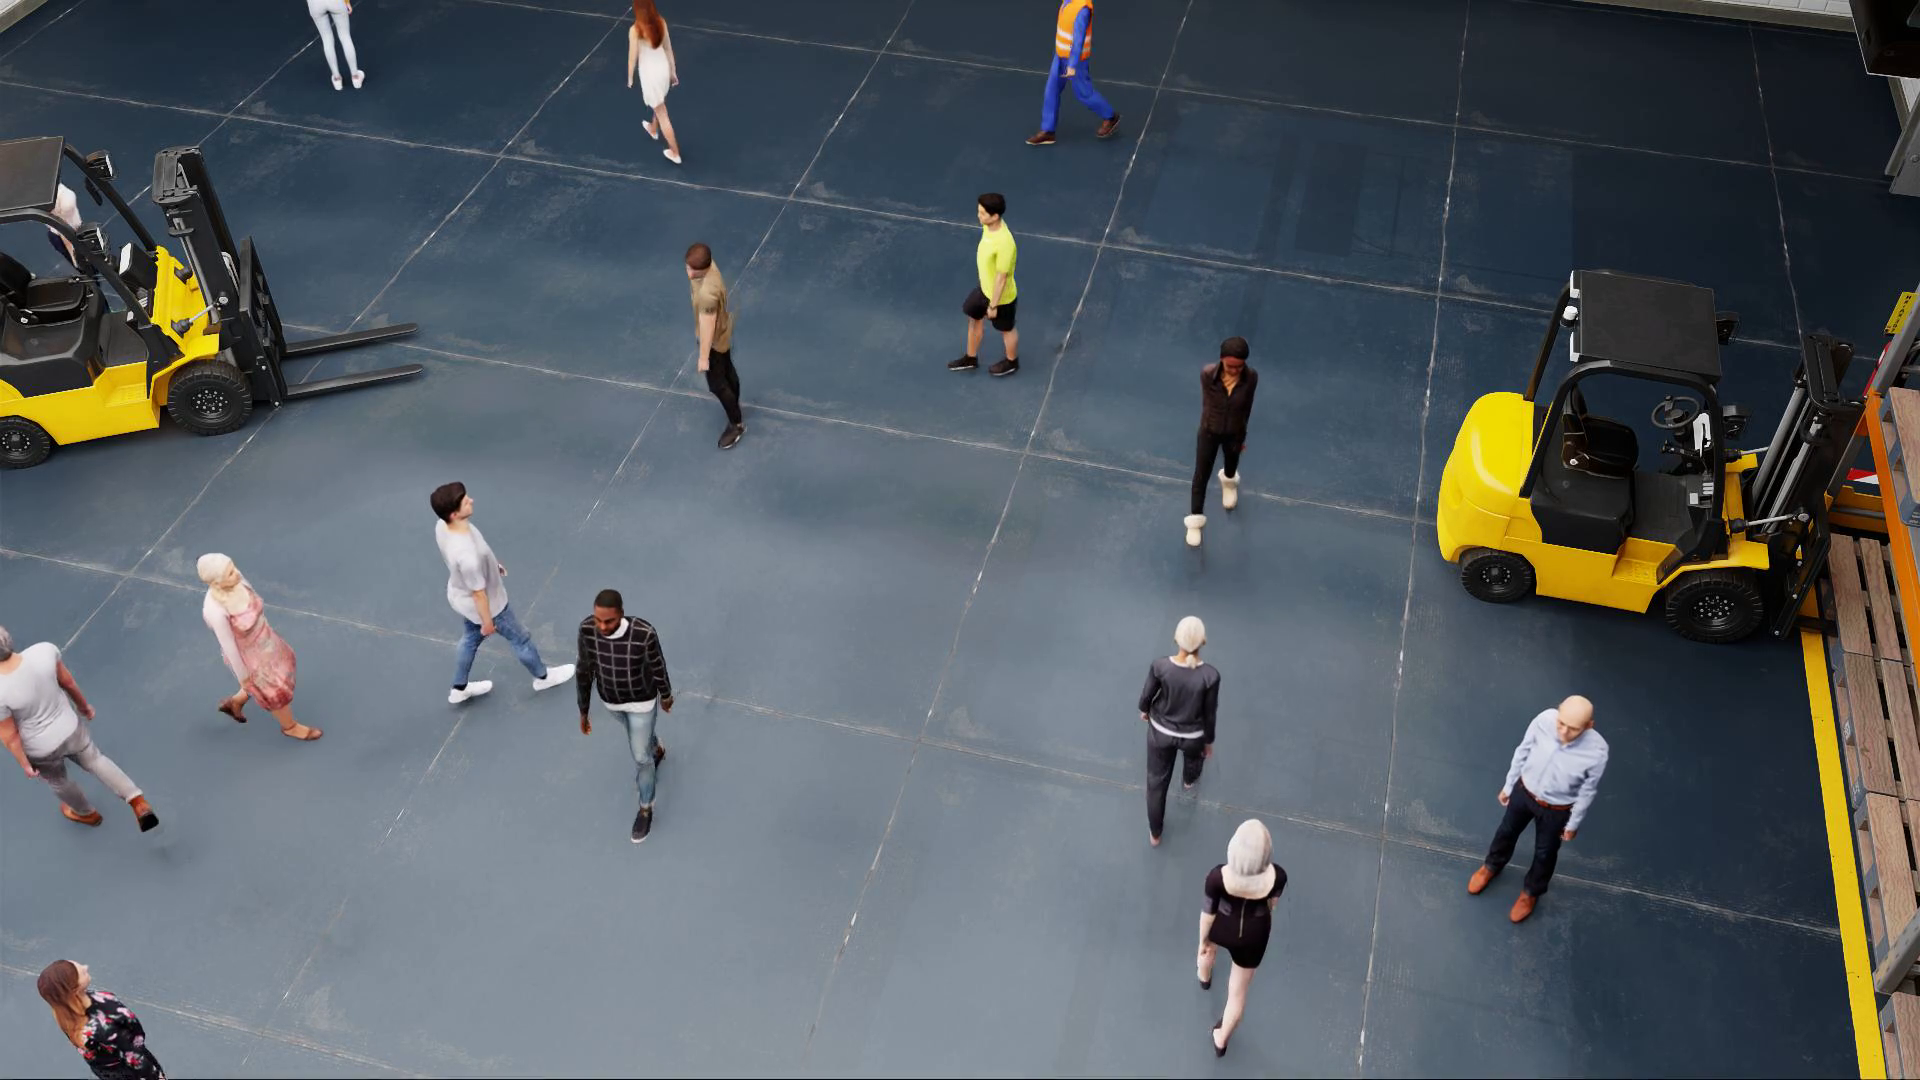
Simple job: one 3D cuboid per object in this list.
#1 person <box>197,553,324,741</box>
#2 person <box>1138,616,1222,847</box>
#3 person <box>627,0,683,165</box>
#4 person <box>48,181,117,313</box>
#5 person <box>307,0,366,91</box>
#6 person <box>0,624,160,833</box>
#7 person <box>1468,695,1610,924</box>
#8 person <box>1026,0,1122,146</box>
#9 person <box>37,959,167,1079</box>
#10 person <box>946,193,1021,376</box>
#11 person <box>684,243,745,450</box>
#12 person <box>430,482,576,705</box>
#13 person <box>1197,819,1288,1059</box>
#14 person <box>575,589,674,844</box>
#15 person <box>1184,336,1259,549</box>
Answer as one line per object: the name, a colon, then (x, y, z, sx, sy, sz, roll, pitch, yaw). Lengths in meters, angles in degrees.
person: (-4.485, 0.686, 10.353, 0.833, 1.675, 0.867, -1, 44, -1)
person: (1.283, 1.178, 9.822, 0.652, 1.696, 0.954, 9, 44, 9)
person: (-2.806, -4.310, 15.589, 1.008, 1.686, 0.973, -32, 52, -29)
person: (-7.360, -2.417, 13.598, 0.923, 1.693, 0.902, -13, 45, -14)
person: (-6.337, -5.366, 16.653, 0.648, 1.748, 0.661, -9, 44, -9)
person: (-5.262, 1.171, 9.748, 0.899, 1.807, 1.039, 20, 47, 19)
person: (3.310, 1.480, 9.439, 0.721, 1.786, 0.725, 35, 53, 31)
person: (1.155, -4.596, 15.783, 1.201, 1.833, 1.214, -17, 46, -17)
person: (-4.235, 2.659, 8.288, 0.806, 1.667, 0.961, 30, 51, 28)
person: (0.363, -2.030, 13.191, 0.957, 1.693, 0.918, -15, 46, -15)
person: (-1.841, -1.586, 12.636, 0.952, 1.817, 0.685, 3, 44, 3)
person: (-3.126, 0.367, 10.555, 1.159, 1.859, 1.061, -25, 49, -24)
person: (1.462, 2.148, 8.724, 0.691, 1.806, 0.938, 3, 44, 4)
person: (-1.974, 0.866, 10.084, 0.658, 1.786, 0.995, 10, 45, 11)
person: (1.888, -0.674, 11.817, 0.705, 1.626, 1.124, 5, 44, 6)
